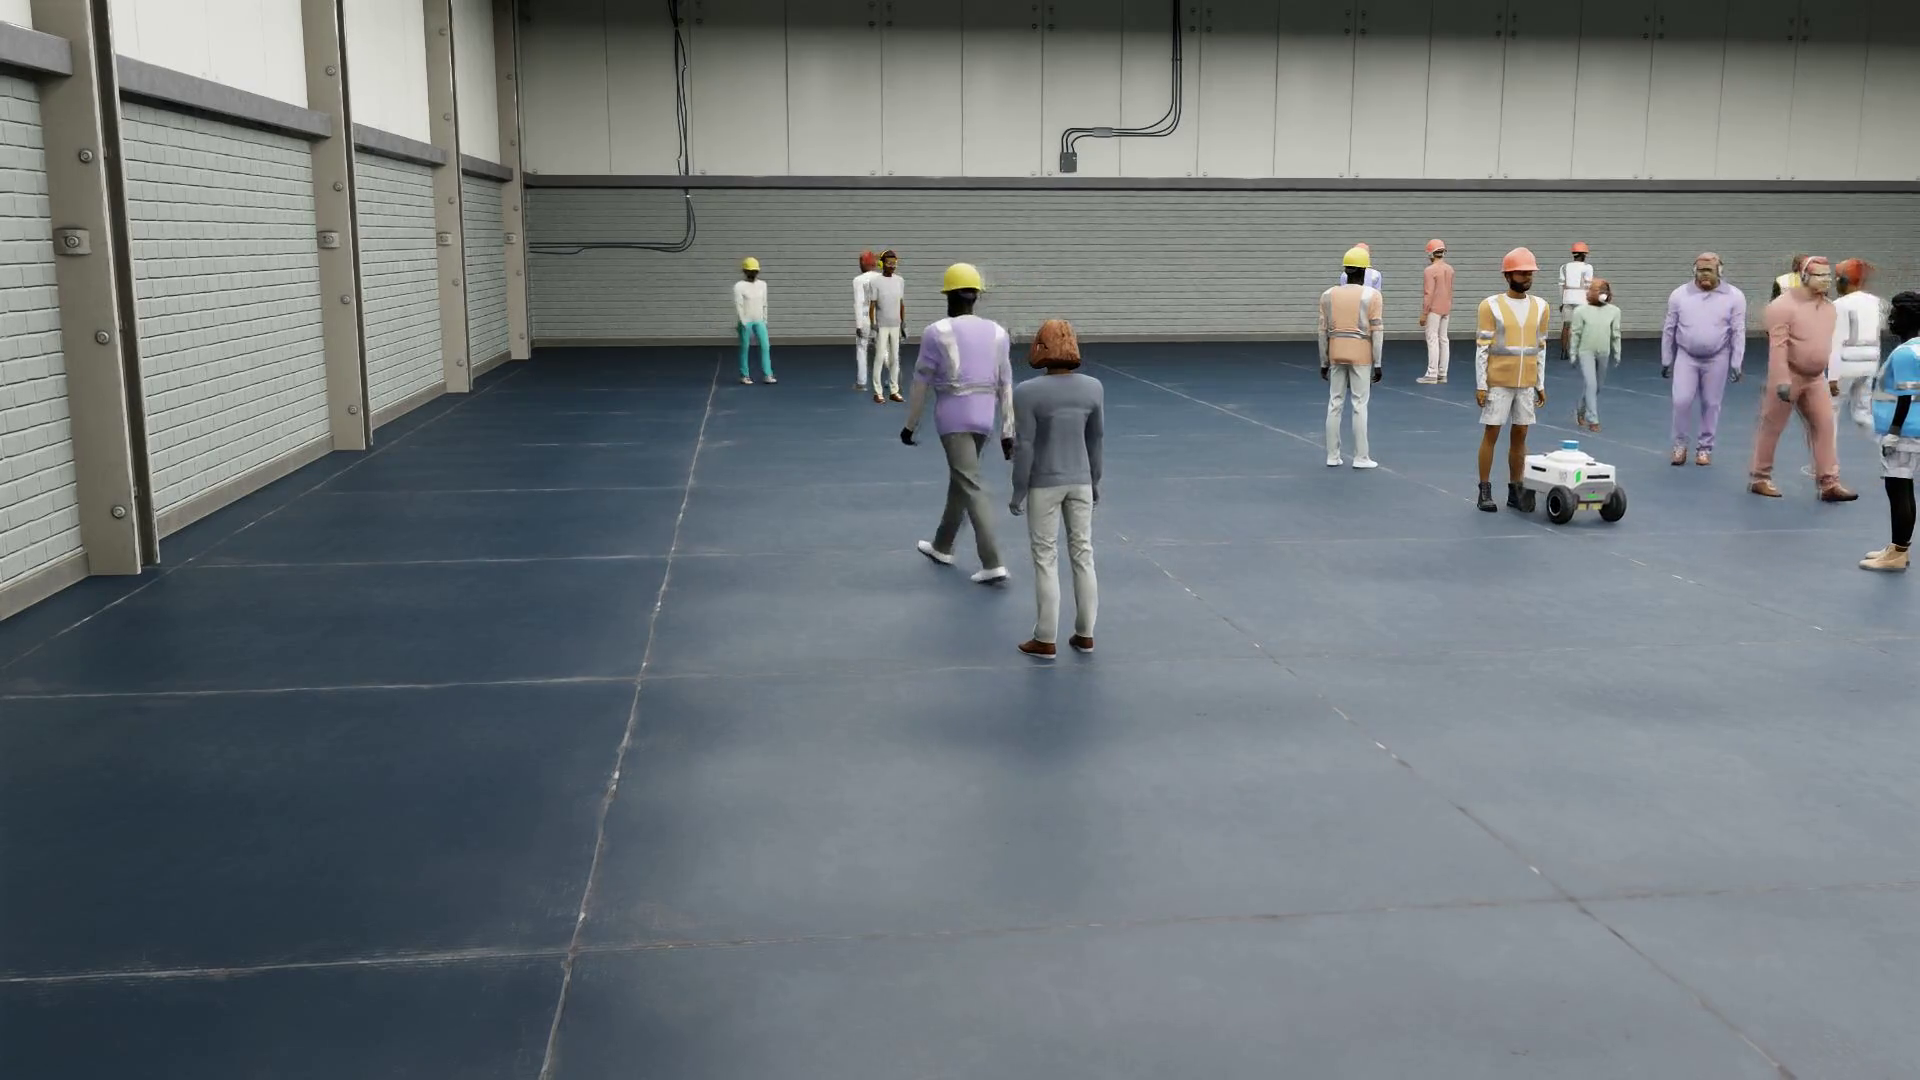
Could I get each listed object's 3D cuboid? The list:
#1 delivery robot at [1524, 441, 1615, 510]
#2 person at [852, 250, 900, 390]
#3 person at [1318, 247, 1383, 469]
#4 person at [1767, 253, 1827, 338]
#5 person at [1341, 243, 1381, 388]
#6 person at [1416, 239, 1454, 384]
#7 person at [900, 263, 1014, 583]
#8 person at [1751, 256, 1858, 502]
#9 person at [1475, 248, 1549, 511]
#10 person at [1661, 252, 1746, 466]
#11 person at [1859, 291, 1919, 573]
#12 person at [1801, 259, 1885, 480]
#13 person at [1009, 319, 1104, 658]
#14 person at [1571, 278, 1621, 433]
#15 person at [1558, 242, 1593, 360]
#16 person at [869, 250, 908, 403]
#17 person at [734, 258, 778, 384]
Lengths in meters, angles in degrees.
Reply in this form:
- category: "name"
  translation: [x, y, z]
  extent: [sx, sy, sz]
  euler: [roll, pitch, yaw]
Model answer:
- category: "delivery robot"
  translation: [4.386, -0.473, 11.984]
  extent: [0.477, 0.478, 0.707]
  euler: [-3, 11, -14]
- category: "person"
  translation: [-1.102, -2.852, 21.749]
  extent: [0.603, 1.858, 0.843]
  euler: [-9, 13, -39]
- category: "person"
  translation: [3.427, -1.585, 14.571]
  extent: [0.585, 1.929, 0.375]
  euler: [8, 13, 37]
- category: "person"
  translation: [10.437, -2.661, 20.764]
  extent: [0.632, 1.825, 0.747]
  euler: [2, 11, 11]
- category: "person"
  translation: [5.351, -3.002, 22.299]
  extent: [0.545, 1.942, 0.354]
  euler: [0, 10, 2]
- category: "person"
  translation: [6.578, -3.161, 23.034]
  extent: [0.612, 1.991, 0.392]
  euler: [-9, 13, -40]
- category: "person"
  translation: [0.026, -0.701, 9.914]
  extent: [0.580, 1.867, 1.042]
  euler: [-8, 13, -37]
- category: "person"
  translation: [6.483, -1.215, 12.716]
  extent: [0.656, 1.866, 0.932]
  euler: [-3, 11, -15]
- category: "person"
  translation: [4.078, -1.176, 12.289]
  extent: [0.549, 1.942, 0.347]
  euler: [-1, 10, -8]
- category: "person"
  translation: [6.525, -1.574, 14.629]
  extent: [0.675, 1.878, 0.709]
  euler: [5, 12, 26]
- category: "person"
  translation: [5.705, -0.654, 10.100]
  extent: [0.316, 1.695, 0.542]
  euler: [8, 13, 36]
- category: "person"
  translation: [7.460, -1.391, 13.759]
  extent: [0.586, 1.849, 0.831]
  euler: [-4, 11, -22]
- category: "person"
  translation: [0.467, -0.245, 8.031]
  extent: [0.502, 1.632, 0.277]
  euler: [-5, 12, -26]
- category: "person"
  translation: [6.654, -1.955, 17.498]
  extent: [0.510, 1.603, 0.768]
  euler: [-1, 10, -4]
- category: "person"
  translation: [10.126, -3.923, 27.369]
  extent: [0.547, 1.934, 0.376]
  euler: [9, 14, 40]
- category: "person"
  translation: [-0.877, -2.601, 20.338]
  extent: [0.511, 1.861, 0.312]
  euler: [-8, 13, -36]
- category: "person"
  translation: [-2.792, -2.966, 22.663]
  extent: [0.528, 1.728, 0.825]
  euler: [-7, 12, -33]
